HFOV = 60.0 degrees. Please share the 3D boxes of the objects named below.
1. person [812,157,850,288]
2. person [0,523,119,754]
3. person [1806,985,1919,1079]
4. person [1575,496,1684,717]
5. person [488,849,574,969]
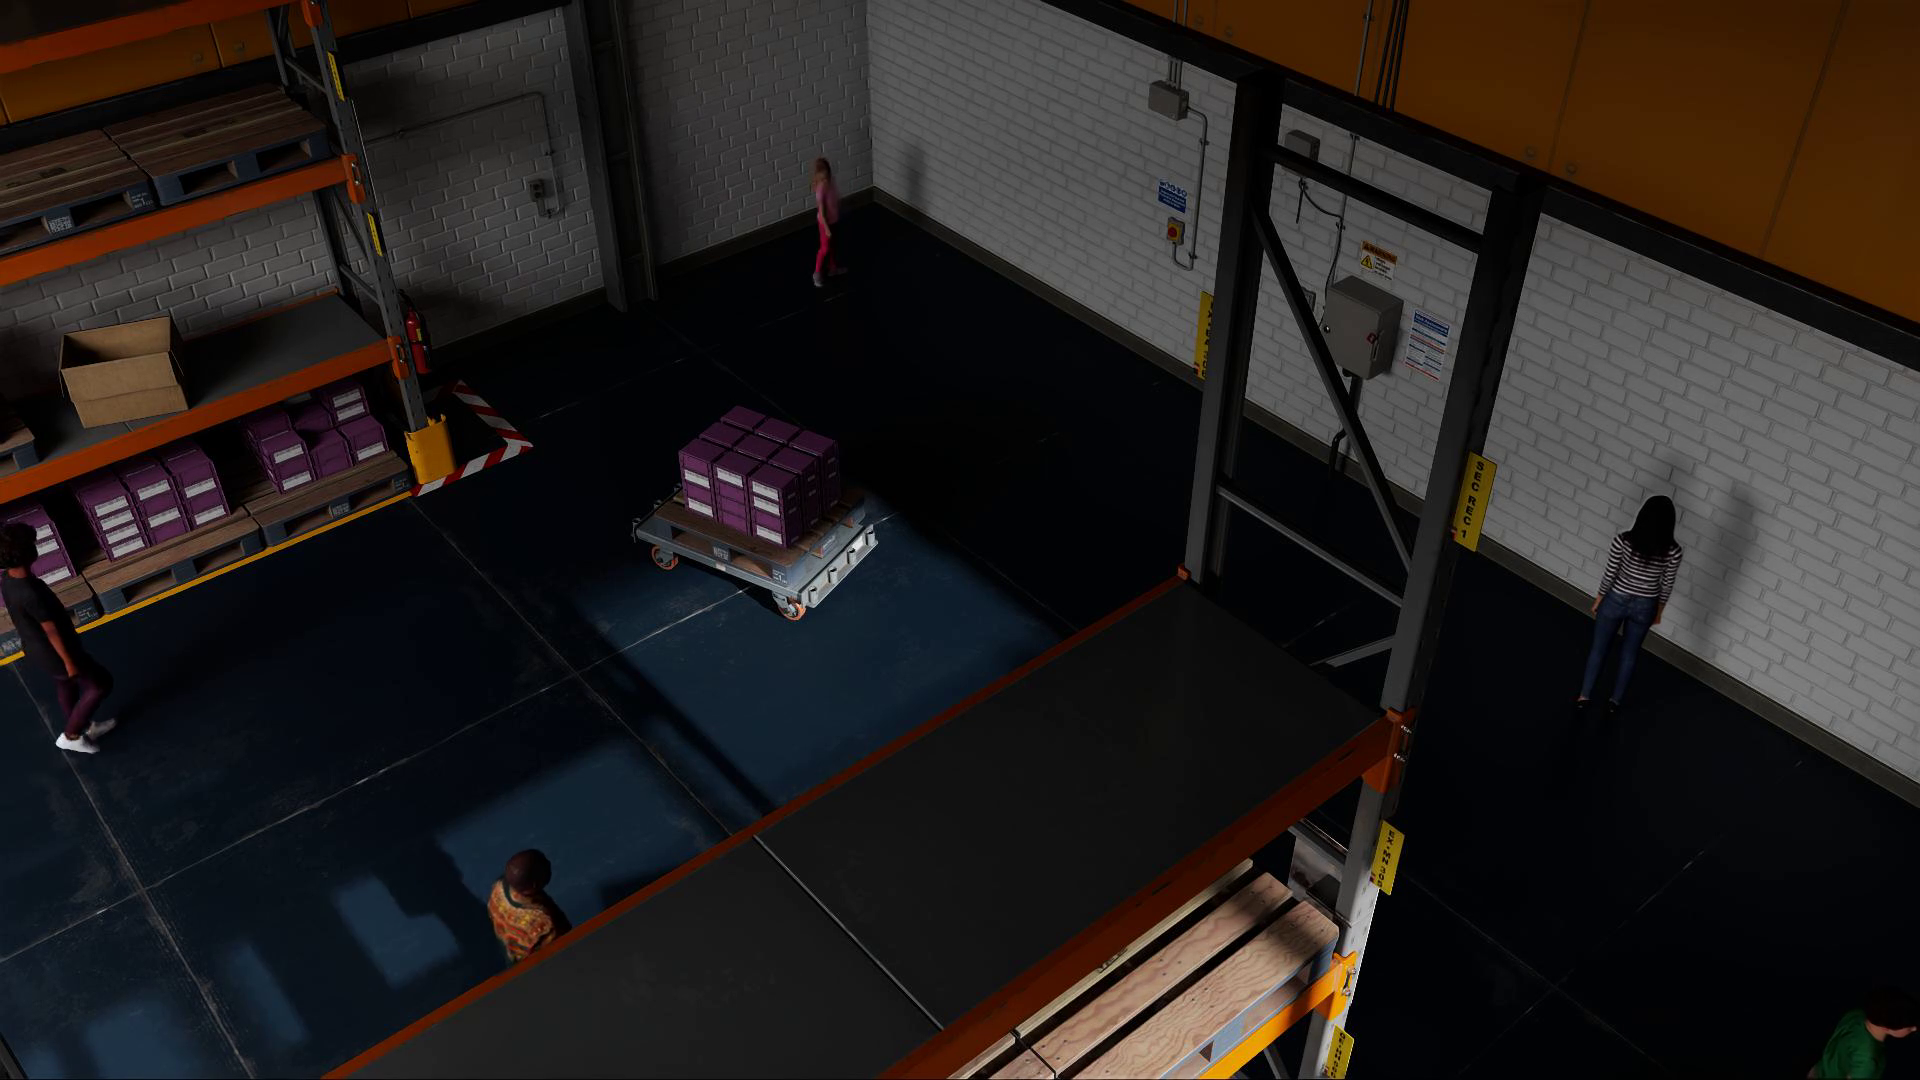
[{"bbox_3d":[-1.232,-3.030,15.616,0.723,1.254,0.607,2,39,3],"label":"person"},{"bbox_3d":[-5.821,0.695,10.540,0.686,1.768,0.723,29,47,31],"label":"person"},{"bbox_3d":[4.255,2.708,8.113,0.714,1.651,0.596,17,42,20],"label":"person"},{"bbox_3d":[4.343,0.451,10.822,0.643,1.797,0.653,10,40,13],"label":"person"},{"bbox_3d":[-2.201,2.261,8.557,0.662,1.795,0.703,-31,48,-33],"label":"person"}]
